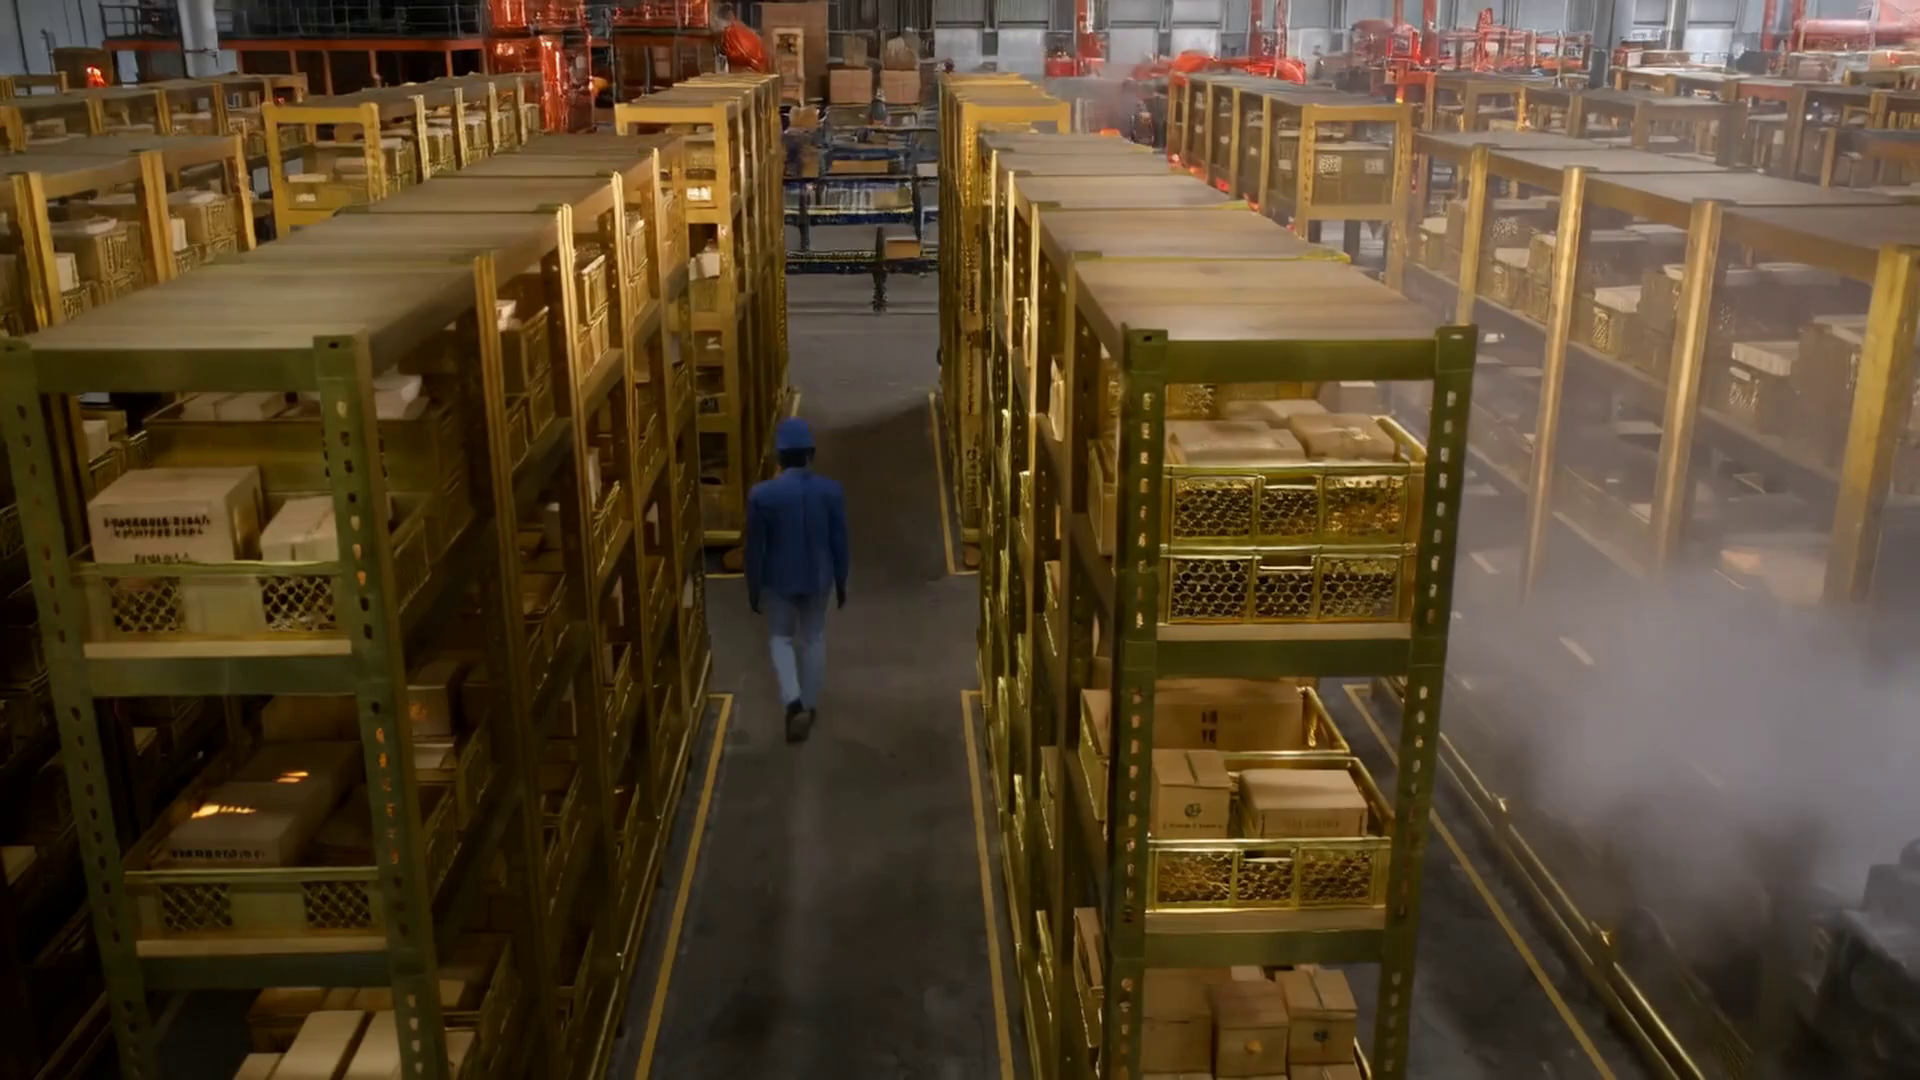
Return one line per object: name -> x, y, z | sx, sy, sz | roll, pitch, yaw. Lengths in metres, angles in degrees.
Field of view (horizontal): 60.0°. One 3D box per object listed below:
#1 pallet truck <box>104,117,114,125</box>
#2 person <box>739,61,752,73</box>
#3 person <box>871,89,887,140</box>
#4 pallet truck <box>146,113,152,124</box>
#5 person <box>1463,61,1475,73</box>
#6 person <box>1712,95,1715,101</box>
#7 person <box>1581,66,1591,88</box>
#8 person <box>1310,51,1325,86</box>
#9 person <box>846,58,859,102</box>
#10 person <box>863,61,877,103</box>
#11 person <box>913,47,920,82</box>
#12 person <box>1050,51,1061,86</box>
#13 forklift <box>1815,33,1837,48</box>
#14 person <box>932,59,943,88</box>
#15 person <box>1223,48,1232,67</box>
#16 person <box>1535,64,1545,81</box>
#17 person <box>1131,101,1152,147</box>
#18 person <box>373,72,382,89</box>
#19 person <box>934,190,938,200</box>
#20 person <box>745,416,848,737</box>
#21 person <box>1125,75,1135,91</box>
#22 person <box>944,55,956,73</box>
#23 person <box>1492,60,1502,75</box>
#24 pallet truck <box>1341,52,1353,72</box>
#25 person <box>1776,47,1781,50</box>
pallet truck -> -18.367, -7.885, 35.078 | 1.885, 1.965, 0.823 | 1, 18, 2
person -> -9.368, -19.956, 72.634 | 0.611, 1.870, 0.423 | 3, 18, 11
person -> -2.415, -12.621, 50.005 | 0.404, 1.827, 0.590 | -17, 25, -42
pallet truck -> -18.087, -8.309, 36.390 | 1.885, 1.965, 0.823 | -1, 18, -4
person -> 21.453, -19.229, 70.287 | 0.543, 1.932, 0.365 | 7, 19, 19
person -> 25.503, -14.586, 56.415 | 0.457, 1.622, 0.540 | 3, 18, 10
person -> 25.004, -17.953, 66.393 | 0.958, 1.891, 0.618 | -4, 18, -11
person -> 17.835, -23.460, 83.205 | 0.917, 2.000, 0.682 | -10, 20, -27
person -> -4.836, -20.703, 74.871 | 0.596, 1.916, 0.380 | 5, 18, 14
person -> -3.744, -18.861, 69.047 | 0.612, 1.995, 0.376 | -7, 19, -21
person -> -2.421, -26.648, 93.252 | 0.546, 1.924, 0.620 | 4, 18, 11
person -> 5.245, -25.473, 89.806 | 0.873, 1.803, 0.651 | -16, 24, -40
forklift -> 44.522, -24.754, 85.865 | 1.873, 2.768, 1.129 | -17, 24, -41
person -> -1.003, -20.380, 73.909 | 0.537, 1.904, 0.971 | 9, 20, 25
person -> 15.027, -26.691, 93.485 | 0.535, 1.864, 0.309 | 6, 19, 18
person -> 24.098, -18.862, 69.277 | 0.507, 1.860, 0.325 | -9, 20, -27
person -> 4.722, -10.451, 43.218 | 0.554, 1.876, 1.008 | 0, 18, -1
person -> -21.656, -16.501, 62.002 | 0.444, 1.833, 0.544 | -1, 18, -4
person -> -0.105, -8.673, 37.543 | 1.070, 1.991, 0.610 | -4, 18, -11
person -> -0.966, 0.245, 9.968 | 0.618, 1.977, 0.658 | -4, 18, -11
person -> 6.325, -16.657, 62.699 | 0.507, 1.687, 0.912 | 6, 19, 18
person -> -0.490, -22.182, 79.477 | 0.605, 1.897, 0.597 | -2, 18, -7
person -> 24.115, -20.625, 74.722 | 0.583, 1.864, 0.712 | -9, 20, -25
pallet truck -> 18.794, -23.123, 82.231 | 0.823, 1.965, 1.885 | -13, 22, -35
person -> 46.307, -26.934, 94.193 | 0.911, 1.885, 0.603 | 2, 18, 7
